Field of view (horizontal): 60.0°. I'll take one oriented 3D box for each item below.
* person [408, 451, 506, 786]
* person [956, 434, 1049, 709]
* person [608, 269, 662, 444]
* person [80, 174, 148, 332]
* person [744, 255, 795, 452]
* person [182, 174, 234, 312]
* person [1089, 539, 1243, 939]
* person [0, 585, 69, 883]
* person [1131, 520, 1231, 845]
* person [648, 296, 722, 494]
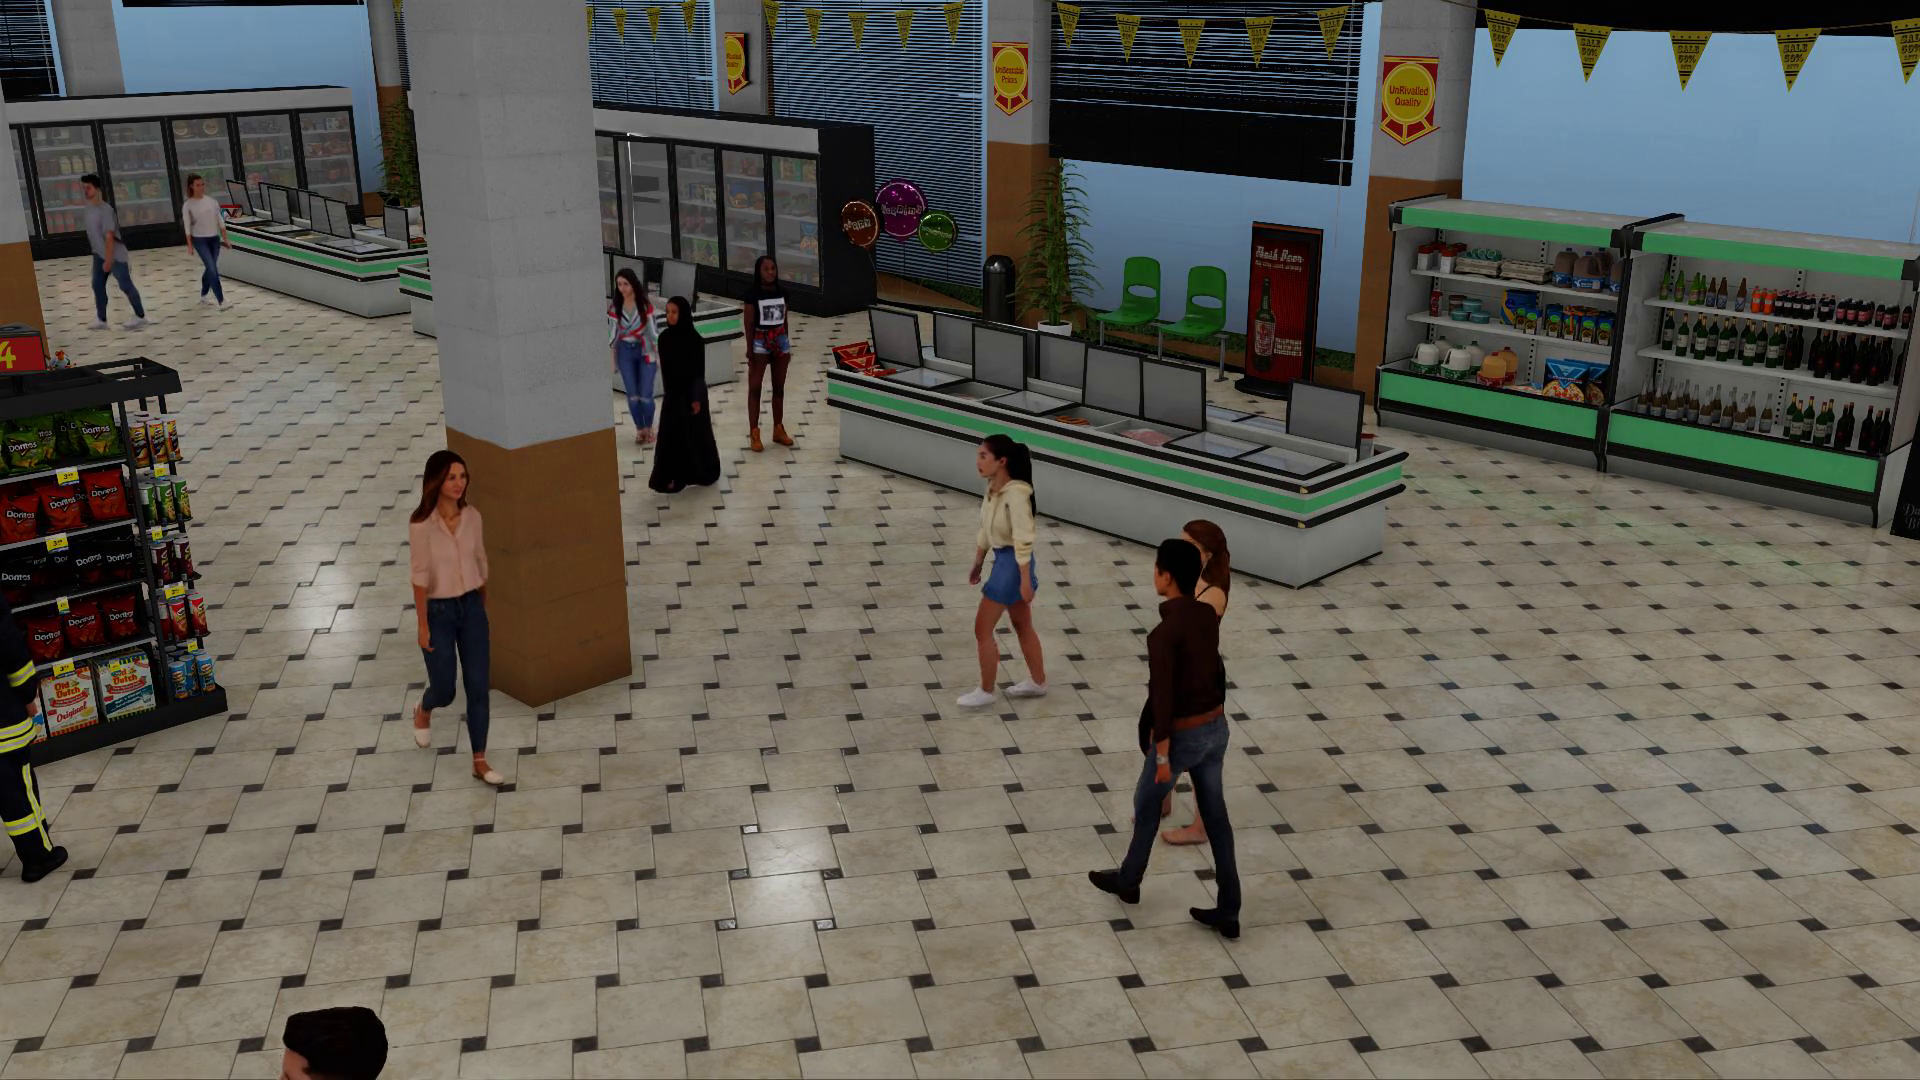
[{"bbox_3d":[-2.667,0.398,8.591,0.603,1.771,0.931,-17,25,-41],"label":"person"},{"bbox_3d":[0.369,0.177,9.507,0.932,1.604,0.896,-3,19,-9],"label":"person"},{"bbox_3d":[-2.886,-1.657,14.960,0.724,1.595,0.788,-1,19,-2],"label":"person"},{"bbox_3d":[-10.034,-3.397,19.742,1.039,1.836,0.929,13,23,34],"label":"person"},{"bbox_3d":[-1.706,-1.676,14.808,0.650,1.727,0.644,-13,23,-34],"label":"person"},{"bbox_3d":[-9.526,-3.719,20.959,1.183,1.668,0.715,14,23,36],"label":"person"},{"bbox_3d":[1.047,0.899,7.167,0.972,1.730,0.667,15,23,37],"label":"person"},{"bbox_3d":[-4.510,0.699,7.549,0.878,1.867,0.910,-3,19,-8],"label":"person"},{"bbox_3d":[1.161,0.689,7.966,0.718,1.618,0.633,-6,20,-18],"label":"person"},{"bbox_3d":[-2.194,-1.196,13.581,1.114,1.603,0.962,8,20,21],"label":"person"}]
